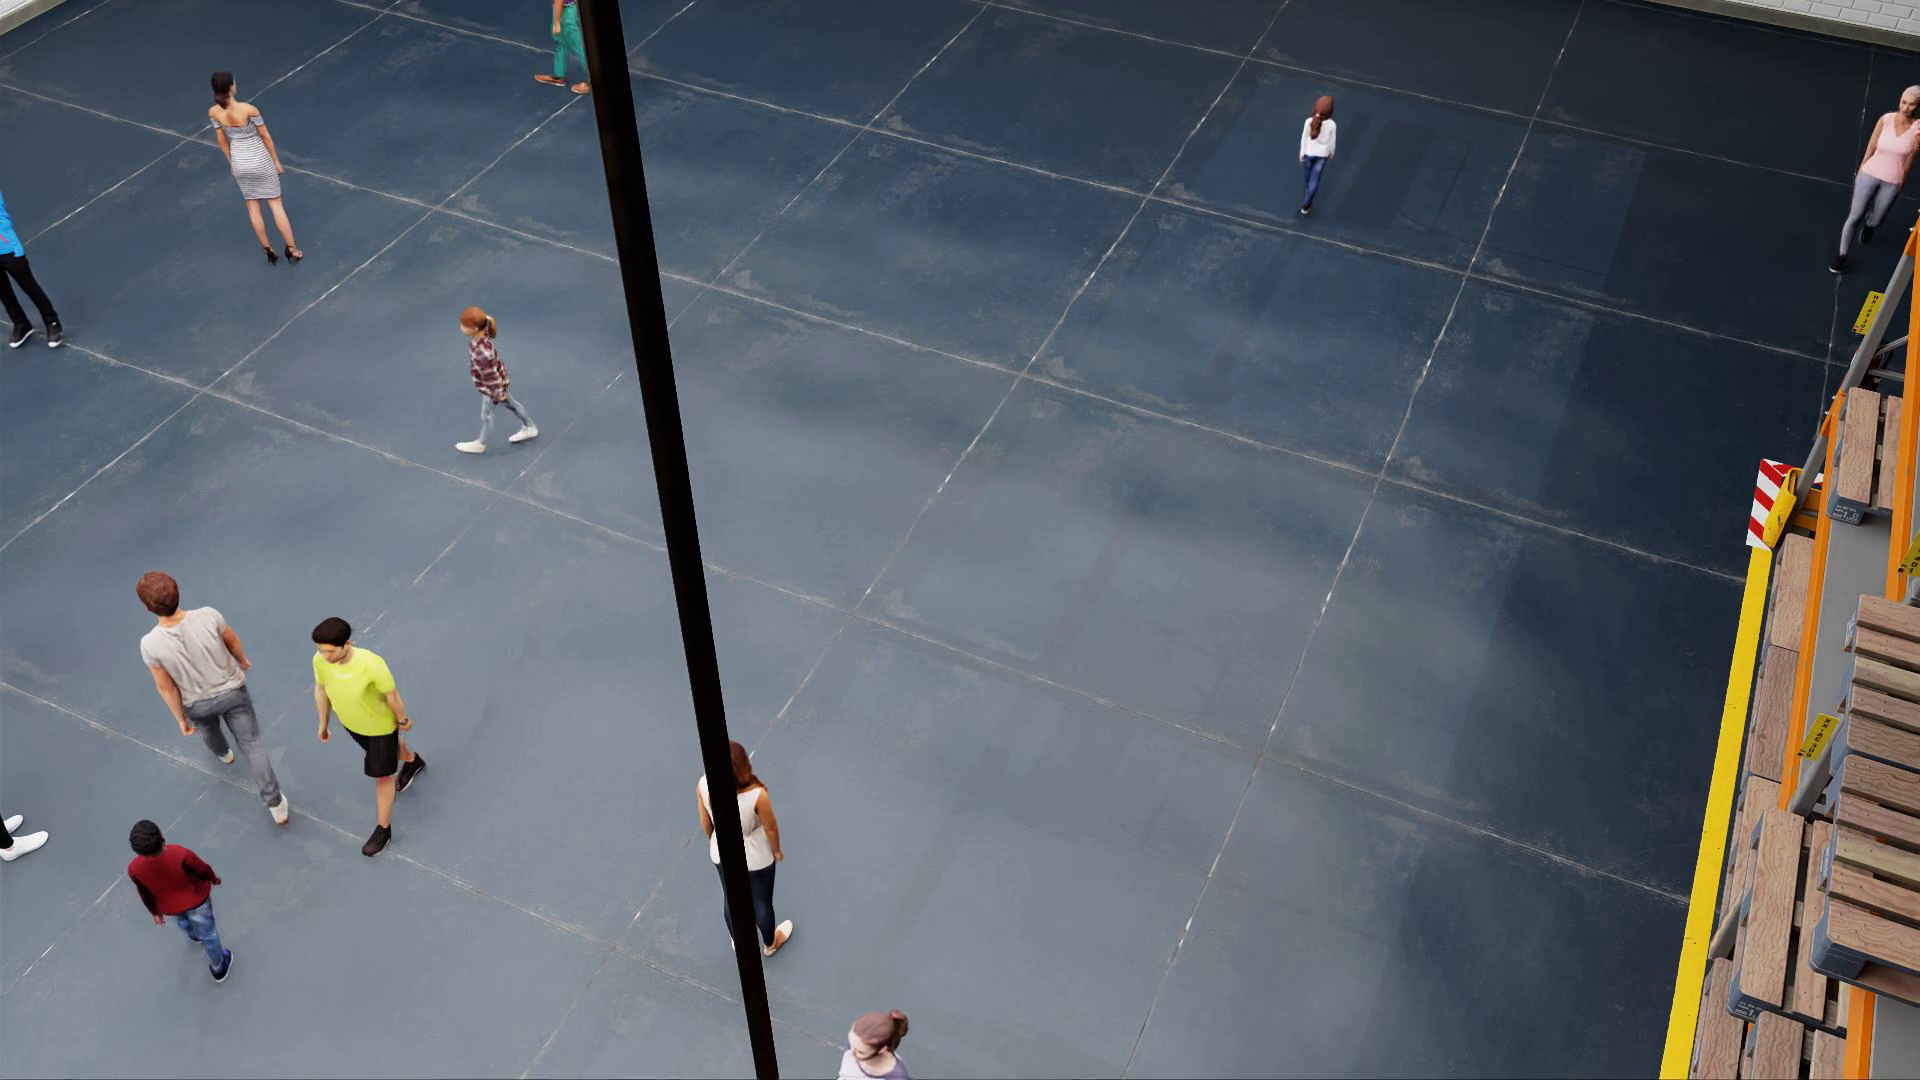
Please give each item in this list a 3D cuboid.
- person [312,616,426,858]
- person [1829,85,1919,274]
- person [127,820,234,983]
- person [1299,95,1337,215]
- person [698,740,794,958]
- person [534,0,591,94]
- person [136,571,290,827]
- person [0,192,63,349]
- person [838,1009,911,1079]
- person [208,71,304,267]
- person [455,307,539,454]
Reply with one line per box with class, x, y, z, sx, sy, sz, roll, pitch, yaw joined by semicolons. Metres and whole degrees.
person;-3.518;1.001;9.995;0.678;1.666;1.056;15;46;15
person;7.947;-3.138;14.309;0.643;1.709;0.950;26;49;24
person;-4.312;2.033;9.221;0.740;1.239;0.821;-9;44;-9
person;3.236;-3.502;15.146;0.493;1.080;0.801;14;45;14
person;-1.201;1.719;9.155;0.626;1.785;0.575;11;45;11
person;-3.816;-5.262;16.506;0.995;1.753;0.975;-6;44;-6
person;-4.398;0.976;9.892;1.254;1.846;1.153;-25;49;-24
person;-7.768;-2.353;13.422;0.680;1.795;0.674;-1;44;-1
person;-0.379;2.791;8.044;0.687;1.766;0.670;-34;53;-30
person;-6.061;-3.176;14.265;0.678;1.824;0.684;-2;44;-2
person;-3.478;-1.222;12.608;0.930;1.280;0.861;-16;46;-16
